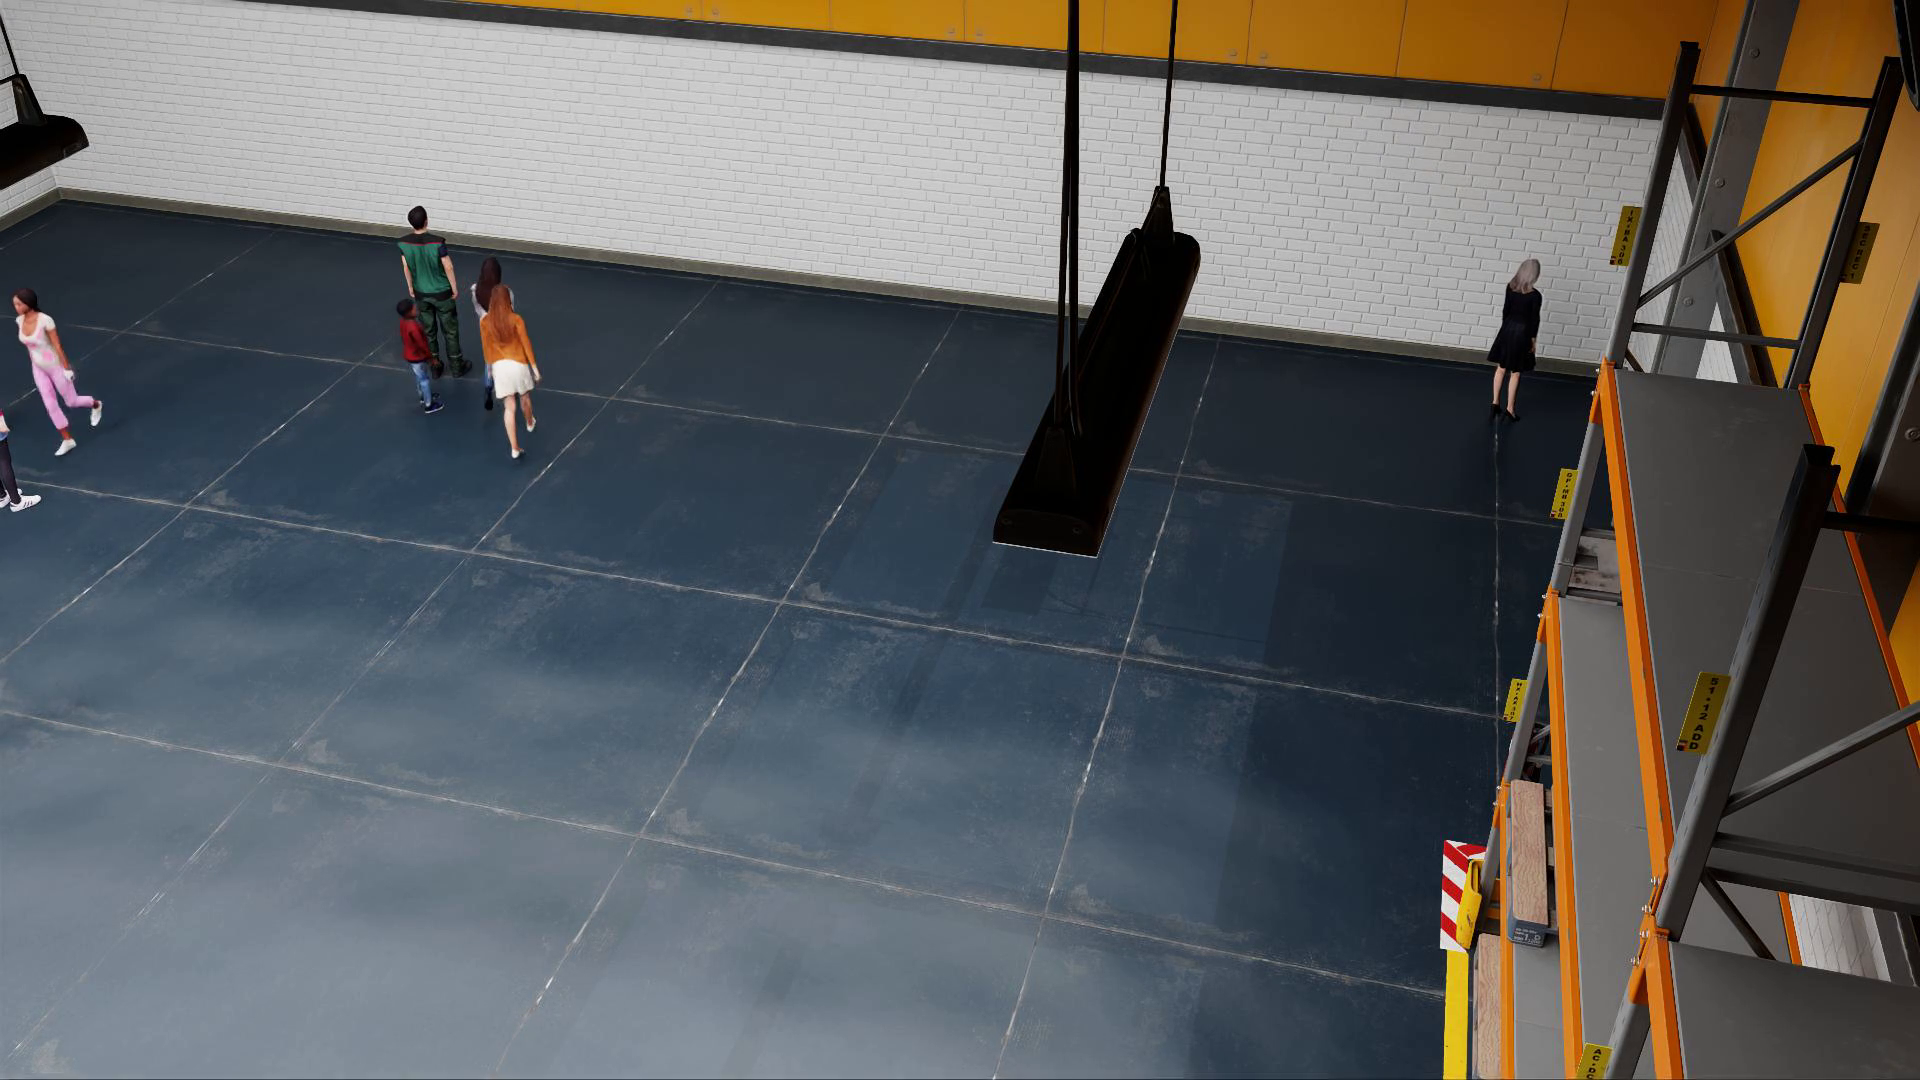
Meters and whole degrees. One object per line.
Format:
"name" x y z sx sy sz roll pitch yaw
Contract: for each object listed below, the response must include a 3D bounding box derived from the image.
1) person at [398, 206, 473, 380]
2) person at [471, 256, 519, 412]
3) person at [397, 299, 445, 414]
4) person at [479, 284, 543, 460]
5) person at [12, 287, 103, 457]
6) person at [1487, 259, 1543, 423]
"person" -5.531 -2.602 17.449 0.722 1.901 0.649 1 34 2
"person" -4.721 -2.057 16.897 0.709 1.606 1.017 3 34 5
"person" -5.546 -1.857 16.917 0.691 1.250 0.637 -25 41 -32
"person" -4.372 -1.577 16.132 0.995 1.652 1.236 -4 34 -6
"person" -8.822 -1.693 16.245 0.598 1.721 0.944 11 35 16
"person" 5.592 -2.014 16.705 0.749 1.747 0.699 -20 39 -28
